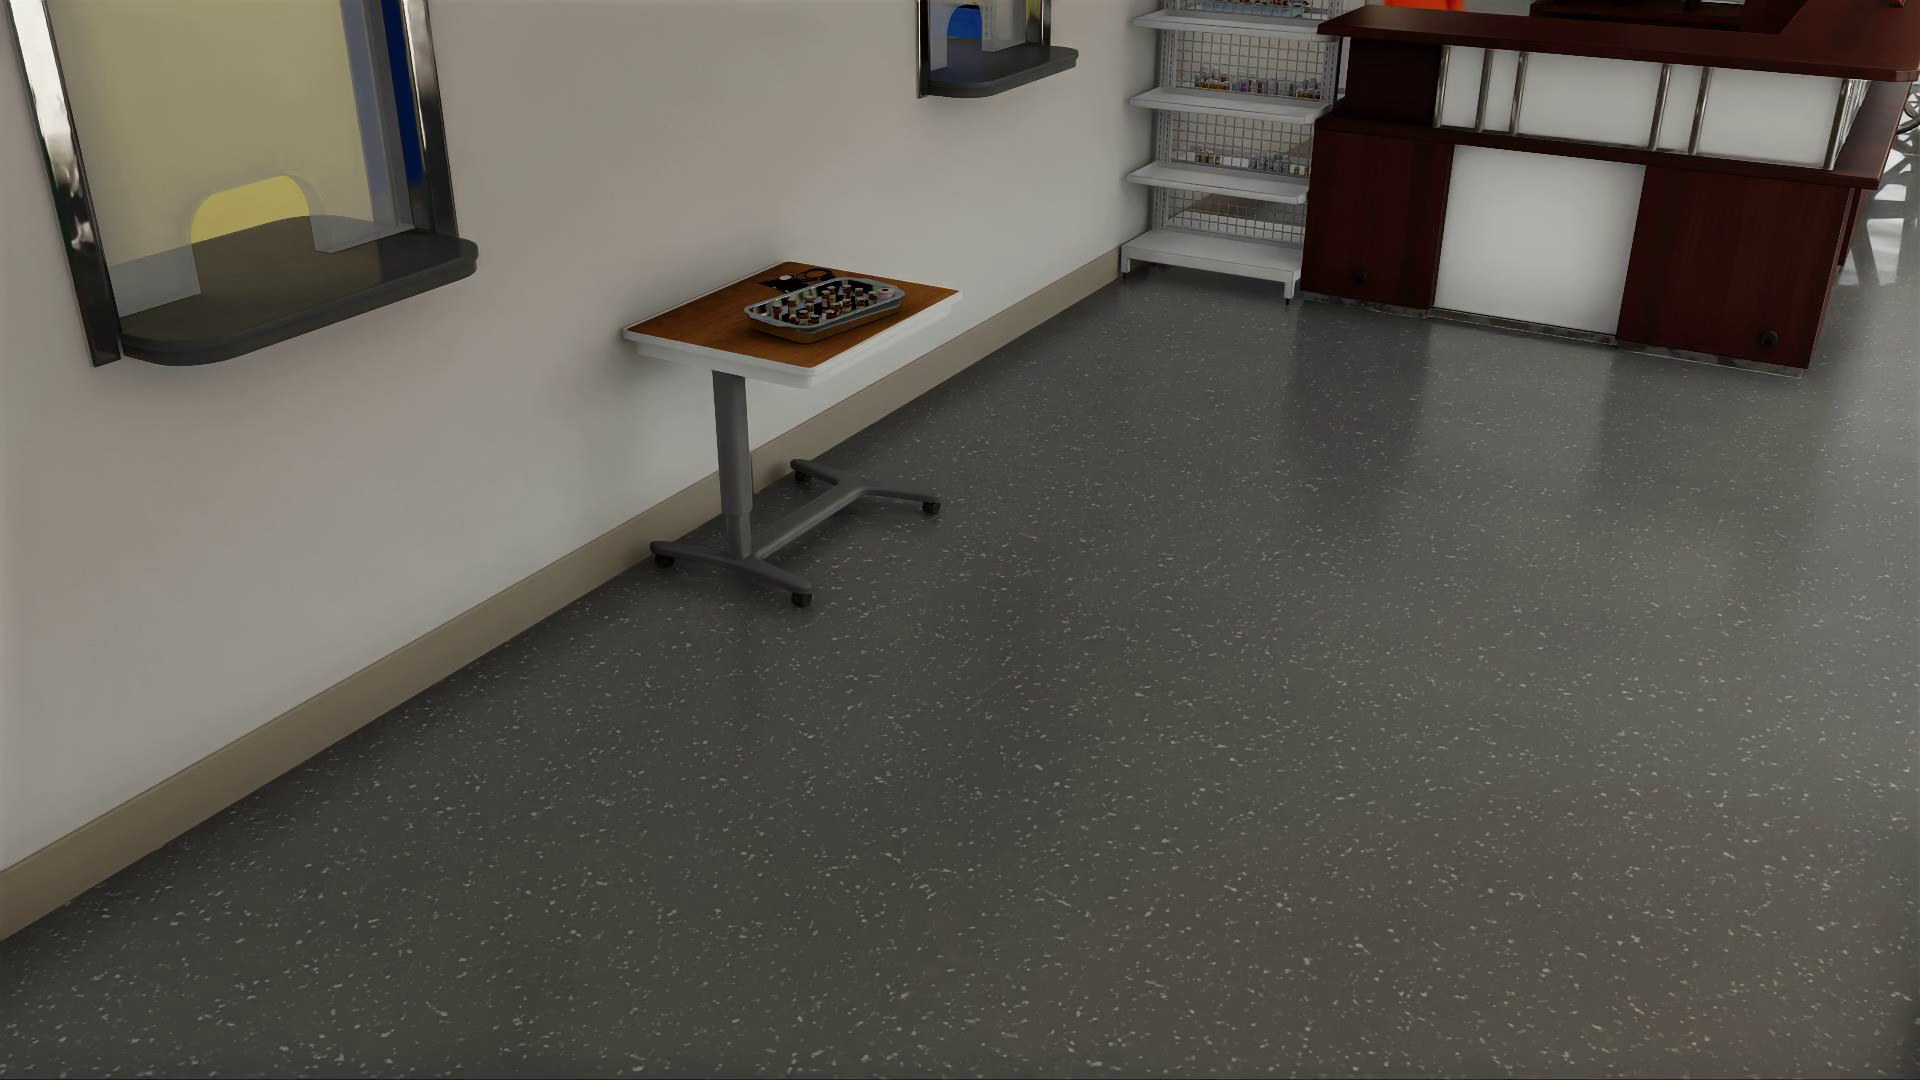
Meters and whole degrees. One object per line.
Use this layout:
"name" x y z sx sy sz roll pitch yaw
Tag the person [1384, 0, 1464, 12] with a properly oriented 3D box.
"person" 2.763 -3.023 10.003 0.931 1.724 0.817 8 27 16
